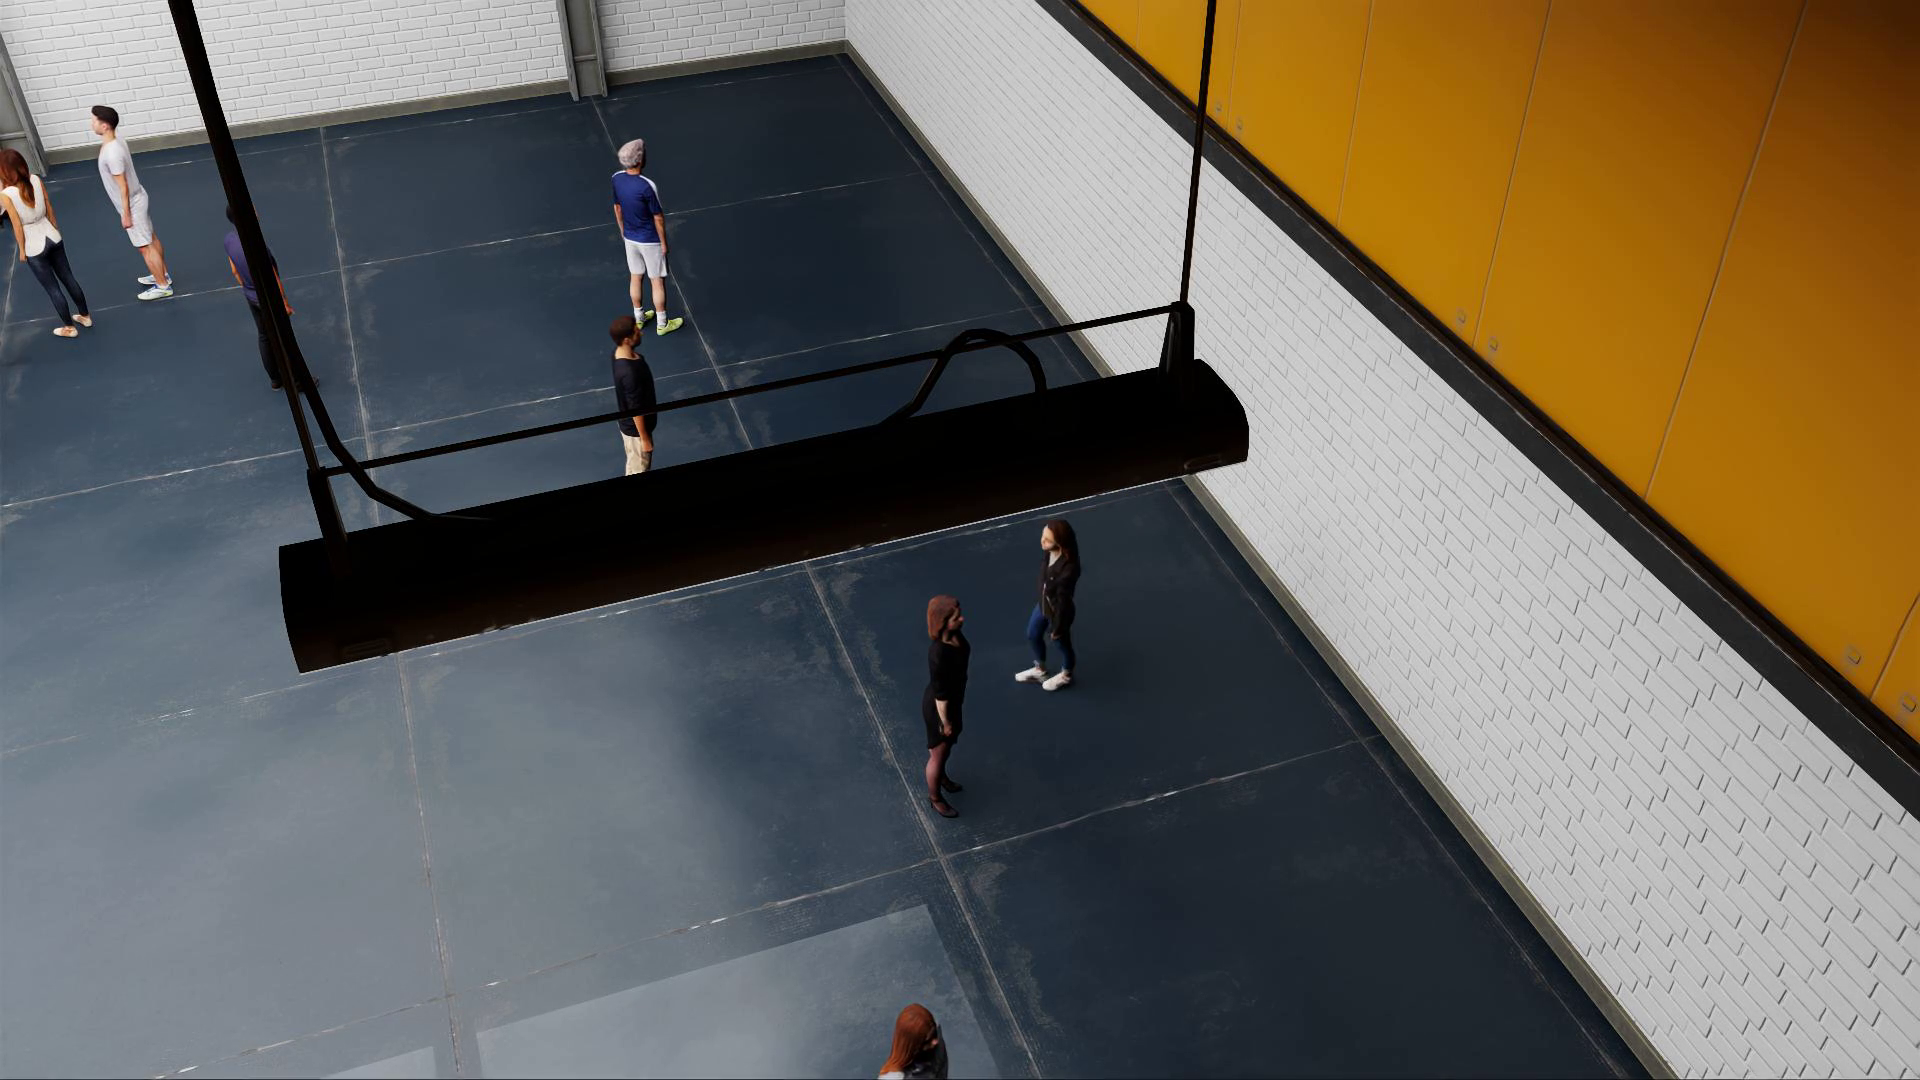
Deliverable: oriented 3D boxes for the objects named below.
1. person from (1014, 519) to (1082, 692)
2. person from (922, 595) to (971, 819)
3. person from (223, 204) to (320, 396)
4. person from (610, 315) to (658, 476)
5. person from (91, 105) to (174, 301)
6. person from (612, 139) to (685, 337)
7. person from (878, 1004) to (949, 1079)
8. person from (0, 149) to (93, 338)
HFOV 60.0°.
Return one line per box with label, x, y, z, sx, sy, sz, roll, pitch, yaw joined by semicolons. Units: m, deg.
person;0.711;0.430;11.139;0.616;1.470;0.597;-12;40;-14
person;-0.101;1.007;10.227;0.657;1.706;0.658;6;39;7
person;-5.848;-2.032;13.963;0.709;1.793;0.755;18;42;21
person;-2.429;-0.857;12.444;0.551;1.851;0.639;-11;40;-14
person;-7.605;-3.109;15.261;0.545;1.856;0.665;-13;40;-15
person;-2.809;-2.688;14.748;0.716;1.837;0.765;18;42;21
person;-0.216;2.781;8.010;0.740;1.702;0.680;16;41;19
person;-8.113;-2.622;14.708;0.729;1.785;0.677;15;41;18
